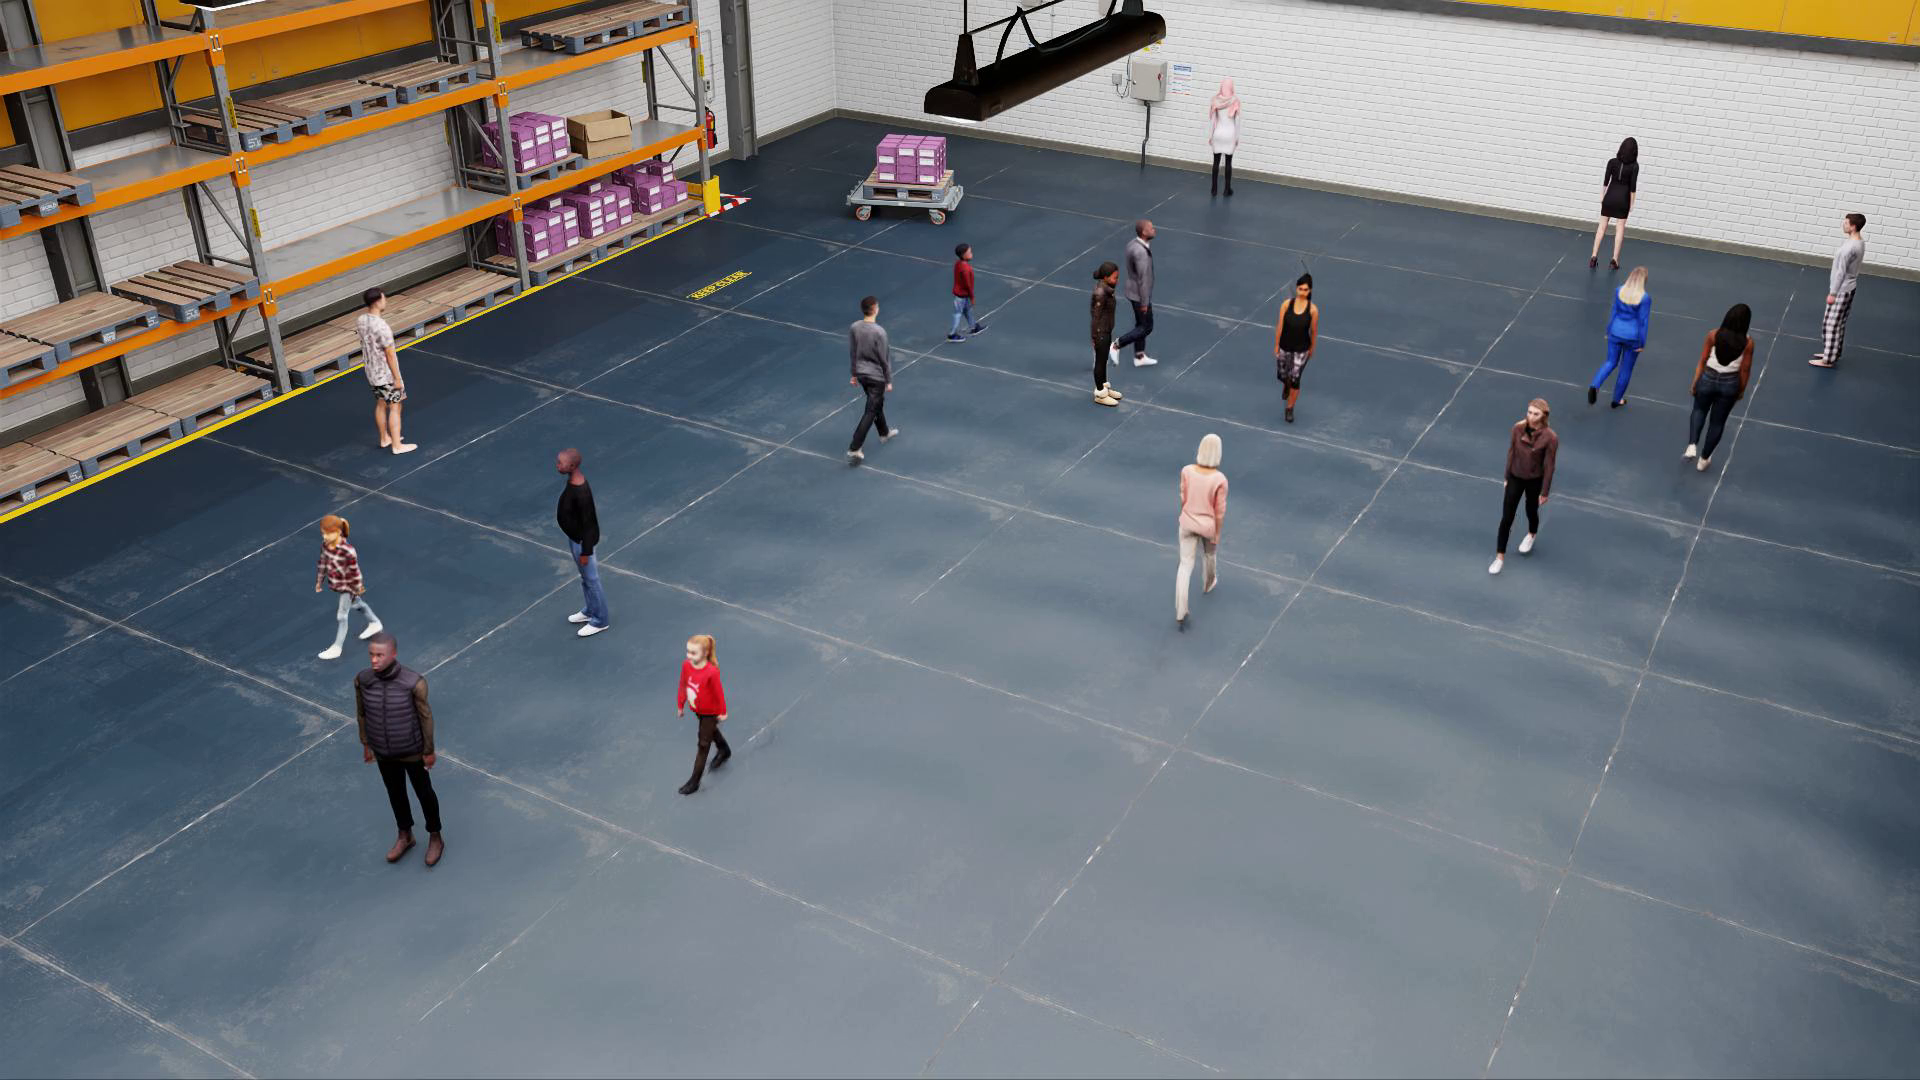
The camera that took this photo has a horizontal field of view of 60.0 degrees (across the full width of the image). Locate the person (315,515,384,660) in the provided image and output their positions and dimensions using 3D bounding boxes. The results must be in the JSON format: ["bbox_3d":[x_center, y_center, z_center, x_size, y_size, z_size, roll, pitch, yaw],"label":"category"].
[{"bbox_3d":[-5.210,0.345,14.235,0.575,1.263,0.924,18,34,30],"label":"person"}]

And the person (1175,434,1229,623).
[{"bbox_3d":[2.065,-0.081,14.579,0.686,1.682,1.162,12,31,21],"label":"person"}]

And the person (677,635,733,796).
[{"bbox_3d":[-1.889,1.254,12.585,0.530,1.248,0.903,17,33,29],"label":"person"}]

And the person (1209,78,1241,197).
[{"bbox_3d":[4.087,-6.240,25.744,0.686,1.803,0.660,8,30,14],"label":"person"}]

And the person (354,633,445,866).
[{"bbox_3d":[-3.903,1.446,11.619,0.768,1.836,0.723,4,29,7],"label":"person"}]

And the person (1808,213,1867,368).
[{"bbox_3d":[10.459,-2.964,19.698,0.713,1.842,0.548,21,35,33],"label":"person"}]

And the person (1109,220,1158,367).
[{"bbox_3d":[2.034,-2.873,19.568,1.001,1.807,0.963,1,29,1],"label":"person"}]

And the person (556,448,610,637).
[{"bbox_3d":[-3.259,-0.007,14.373,0.700,1.750,0.679,-14,32,-24],"label":"person"}]

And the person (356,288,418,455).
[{"bbox_3d":[-6.114,-1.786,17.569,0.703,1.812,0.622,21,35,34],"label":"person"}]

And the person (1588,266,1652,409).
[{"bbox_3d":[7.340,-2.215,18.489,0.974,1.684,0.833,-19,34,-31],"label":"person"}]

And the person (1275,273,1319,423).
[{"bbox_3d":[3.712,-2.165,18.433,0.701,1.650,0.895,8,30,15],"label":"person"}]

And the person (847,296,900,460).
[{"bbox_3d":[-0.970,-1.674,17.446,0.703,1.733,1.163,19,34,31],"label":"person"}]

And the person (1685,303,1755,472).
[{"bbox_3d":[7.796,-1.545,17.143,0.684,1.798,0.643,18,33,30],"label":"person"}]

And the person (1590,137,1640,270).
[{"bbox_3d":[8.961,-4.600,22.727,0.634,1.813,0.611,21,35,33],"label":"person"}]

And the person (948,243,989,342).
[{"bbox_3d":[-0.035,-3.030,20.450,0.853,1.238,0.793,-8,30,-14],"label":"person"}]

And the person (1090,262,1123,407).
[{"bbox_3d":[1.595,-2.342,18.746,0.704,1.661,0.637,-5,29,-9],"label":"person"}]

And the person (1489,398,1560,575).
[{"bbox_3d":[5.303,-0.543,15.448,0.714,1.662,1.122,21,35,33],"label":"person"}]
